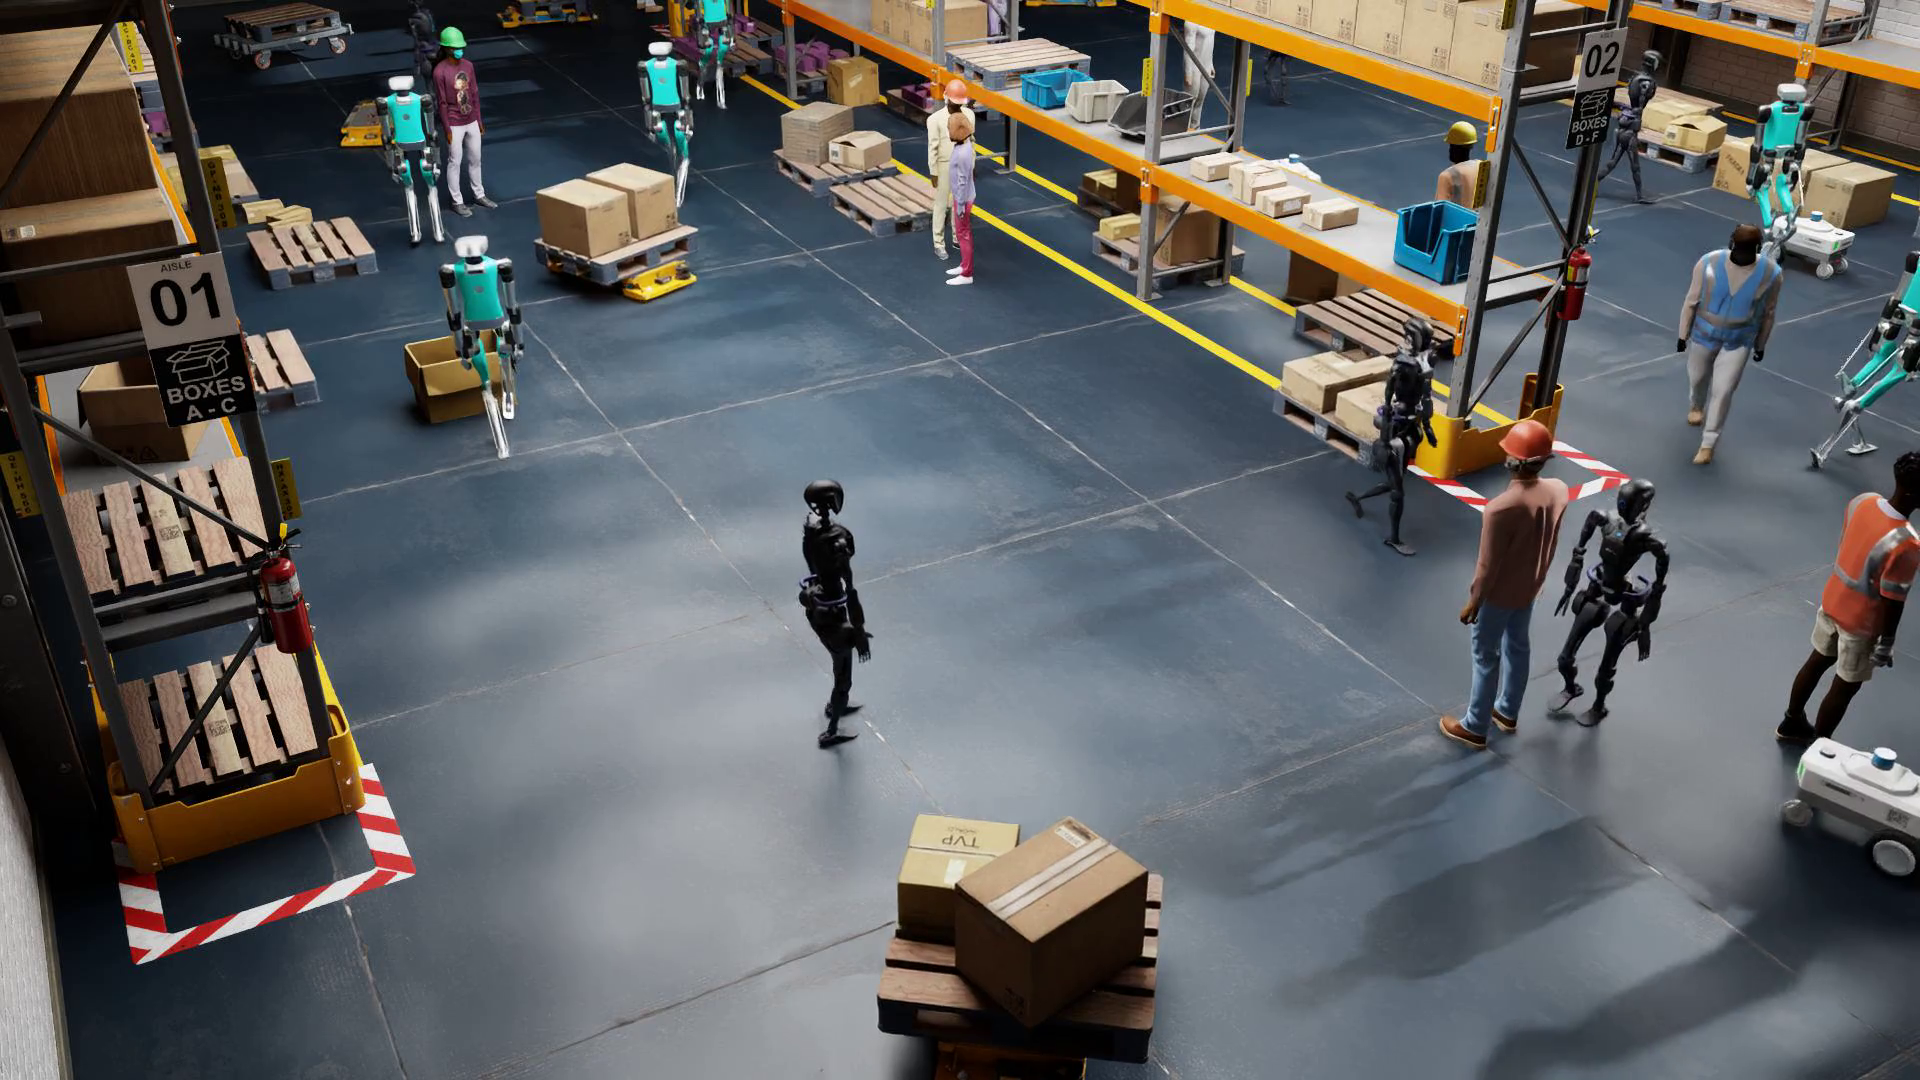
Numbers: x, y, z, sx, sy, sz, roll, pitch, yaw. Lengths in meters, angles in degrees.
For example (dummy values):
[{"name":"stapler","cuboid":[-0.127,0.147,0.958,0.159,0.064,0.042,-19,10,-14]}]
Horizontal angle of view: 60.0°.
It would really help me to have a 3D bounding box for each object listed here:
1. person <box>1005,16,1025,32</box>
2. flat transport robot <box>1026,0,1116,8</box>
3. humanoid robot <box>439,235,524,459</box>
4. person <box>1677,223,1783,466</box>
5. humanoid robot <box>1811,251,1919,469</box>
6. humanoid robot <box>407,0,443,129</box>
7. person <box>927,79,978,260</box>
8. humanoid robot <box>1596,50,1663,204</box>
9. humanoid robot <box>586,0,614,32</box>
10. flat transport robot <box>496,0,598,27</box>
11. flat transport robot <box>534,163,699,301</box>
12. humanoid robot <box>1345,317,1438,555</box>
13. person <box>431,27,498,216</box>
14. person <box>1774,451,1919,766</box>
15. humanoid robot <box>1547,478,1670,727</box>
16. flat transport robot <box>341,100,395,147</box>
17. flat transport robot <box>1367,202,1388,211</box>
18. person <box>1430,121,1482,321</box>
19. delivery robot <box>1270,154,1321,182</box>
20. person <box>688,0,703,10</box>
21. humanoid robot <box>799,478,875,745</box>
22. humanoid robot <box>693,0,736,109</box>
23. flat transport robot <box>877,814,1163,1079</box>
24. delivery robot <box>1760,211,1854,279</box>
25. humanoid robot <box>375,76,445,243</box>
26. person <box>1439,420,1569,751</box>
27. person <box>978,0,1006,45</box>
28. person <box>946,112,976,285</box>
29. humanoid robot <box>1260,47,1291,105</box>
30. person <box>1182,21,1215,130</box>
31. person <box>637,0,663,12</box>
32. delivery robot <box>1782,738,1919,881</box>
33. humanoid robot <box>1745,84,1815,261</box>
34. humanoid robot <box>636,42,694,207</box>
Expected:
[{"name":"person","cuboid":[0.525,-8.504,24.678,0.948,1.802,0.520,10,31,16]},{"name":"flat transport robot","cuboid":[1.764,-8.662,26.488,1.431,0.231,0.659,1,30,2]},{"name":"humanoid robot","cuboid":[-3.610,-1.581,12.749,0.532,1.773,1.018,-7,31,-12]},{"name":"person","cuboid":[5.775,-1.557,12.581,0.634,1.812,0.869,16,34,26]},{"name":"humanoid robot","cuboid":[6.780,-1.336,12.333,0.916,1.833,0.547,-9,31,-15]},{"name":"humanoid robot","cuboid":[-6.420,-5.843,20.176,0.352,1.644,0.601,6,30,10]},{"name":"person","cuboid":[-0.057,-3.628,16.244,0.562,1.741,0.335,-21,36,-31]},{"name":"humanoid robot","cuboid":[7.156,-4.408,17.736,0.787,1.626,0.609,8,31,13]},{"name":"humanoid robot","cuboid":[-5.435,-8.384,24.581,0.601,1.649,0.369,-16,34,-26]},{"name":"flat transport robot","cuboid":[-6.315,-8.045,25.414,1.431,0.231,0.659,-12,32,-19]},{"name":"flat transport robot","cuboid":[-3.268,-2.621,15.972,1.431,0.231,0.659,22,36,33]},{"name":"humanoid robot","cuboid":[2.986,-0.752,11.360,0.590,1.652,0.692,-25,38,-36]},{"name":"person","cuboid":[-5.200,-4.366,17.339,0.436,1.942,0.487,21,36,32]},{"name":"person","cuboid":[4.907,0.391,9.043,0.394,1.956,0.605,0,30,0]},{"name":"humanoid robot","cuboid":[3.686,0.360,9.382,0.383,1.643,0.602,-23,37,-34]},{"name":"flat transport robot","cuboid":[-7.083,-5.074,20.243,0.659,0.231,1.431,-4,30,-7]},{"name":"flat transport robot","cuboid":[4.128,-3.173,16.933,0.659,0.231,1.431,-9,31,-15]},{"name":"person","cuboid":[4.227,-2.650,14.361,0.593,1.922,0.379,-22,37,-33]},{"name":"delivery robot","cuboid":[3.531,-3.826,17.773,0.499,0.586,0.760,-10,31,-17]},{"name":"person","cuboid":[-4.167,-9.123,25.814,0.368,1.741,0.562,8,31,13]},{"name":"humanoid robot","cuboid":[-0.676,0.386,9.315,0.402,1.648,0.602,-15,33,-24]},{"name":"humanoid robot","cuboid":[-3.188,-6.352,21.035,0.558,1.811,0.904,-14,33,-23]},{"name":"flat transport robot","cuboid":[0.314,2.054,7.835,0.659,0.231,1.431,5,30,8]},{"name":"delivery robot","cuboid":[8.242,-2.895,16.175,0.499,0.607,0.808,-20,36,-31]},{"name":"humanoid robot","cuboid":[-5.398,-3.793,16.446,0.530,1.698,0.748,-8,31,-13]},{"name":"person","cuboid":[3.027,0.254,9.237,0.621,1.991,0.394,-18,34,-28]},{"name":"person","cuboid":[0.391,-6.622,21.338,0.455,1.865,0.689,3,30,5]},{"name":"person","cuboid":[0.009,-3.204,15.627,0.277,1.628,0.503,-1,30,-1]},{"name":"humanoid robot","cuboid":[4.086,-6.354,21.058,0.369,1.643,0.611,21,36,32]},{"name":"person","cuboid":[2.775,-5.500,19.353,0.360,1.897,0.572,21,36,32]},{"name":"person","cuboid":[-4.902,-9.156,25.778,0.429,1.834,0.633,-19,35,-30]},{"name":"delivery robot","cuboid":[4.813,1.379,8.738,0.792,0.611,0.499,26,39,38]},{"name":"humanoid robot","cuboid":[7.804,-3.386,15.778,0.545,1.748,0.680,-3,30,-5]},{"name":"humanoid robot","cuboid":[-3.082,-4.515,17.826,0.546,1.786,0.936,-1,30,-1]}]
